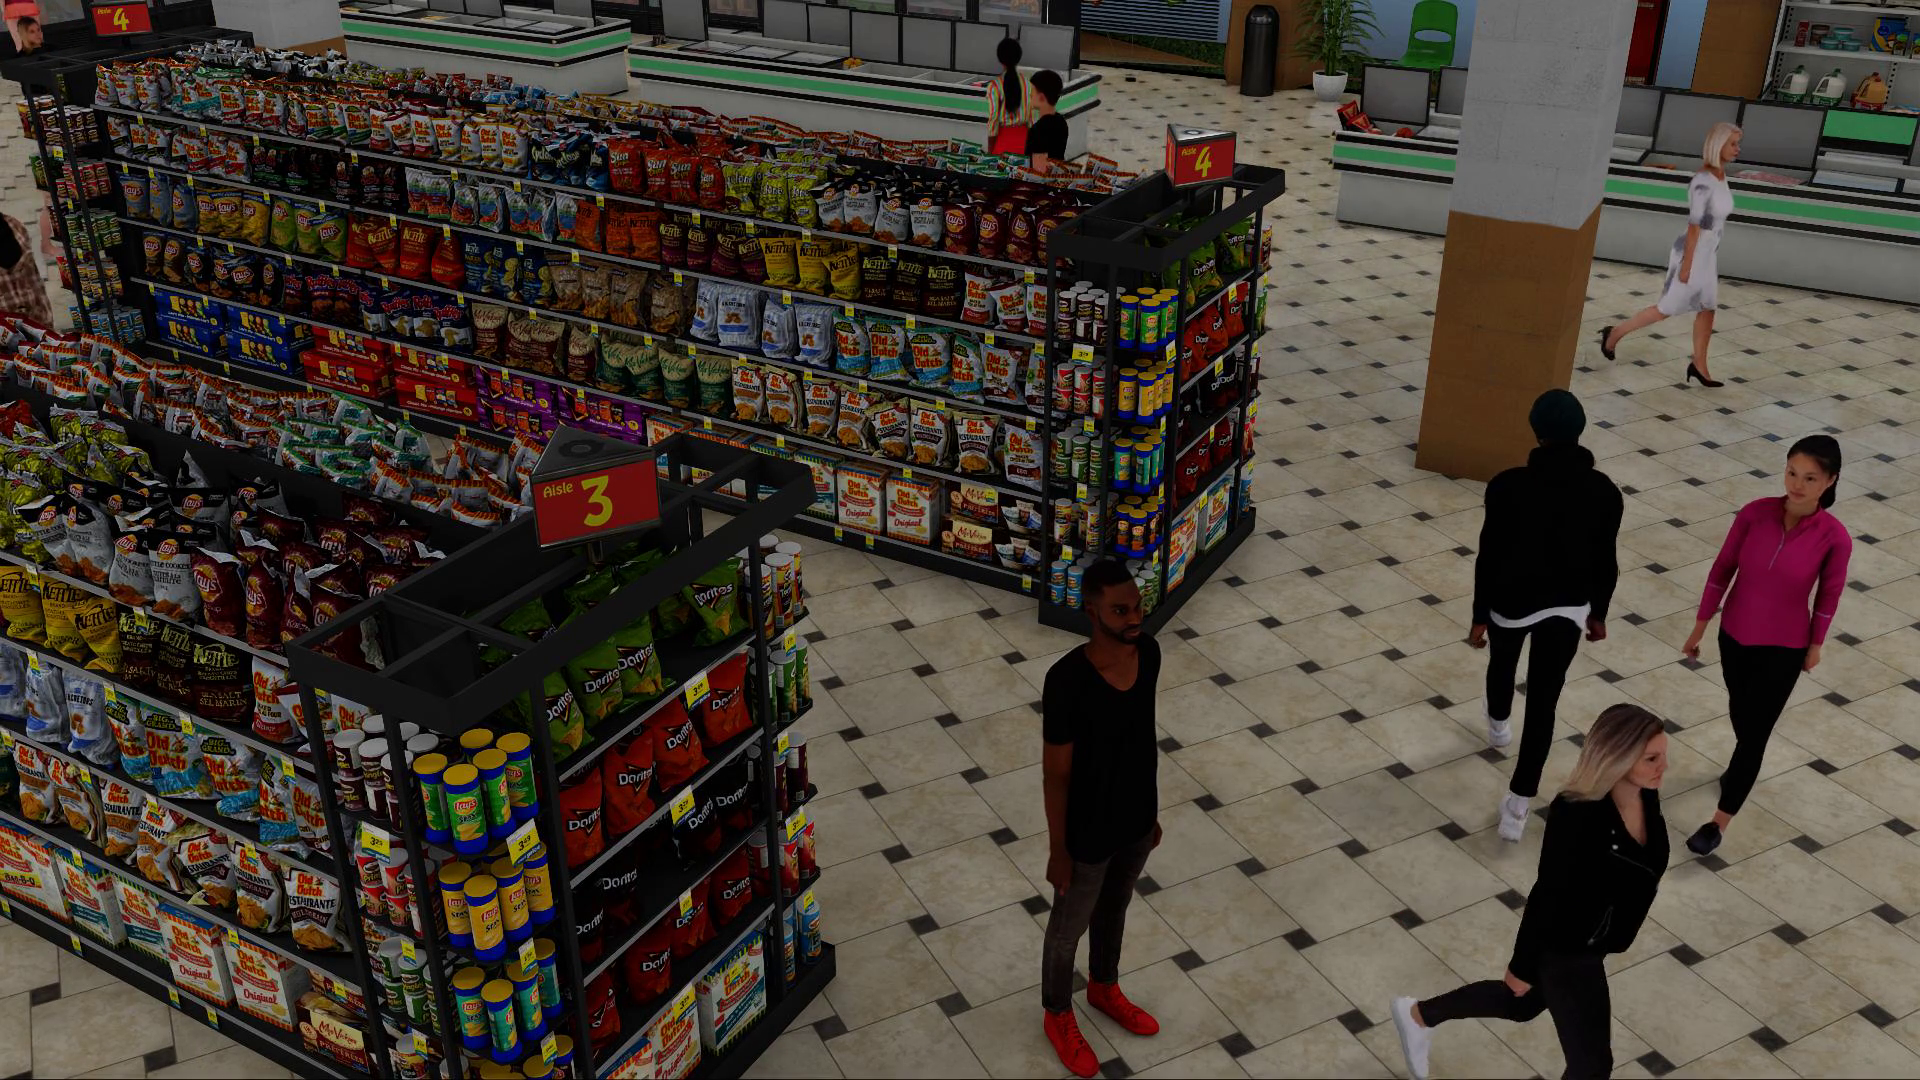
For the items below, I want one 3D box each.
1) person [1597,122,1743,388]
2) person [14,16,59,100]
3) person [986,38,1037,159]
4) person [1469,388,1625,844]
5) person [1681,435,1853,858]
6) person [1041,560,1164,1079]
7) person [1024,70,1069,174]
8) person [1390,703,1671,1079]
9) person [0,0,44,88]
[{"bbox_3d":[4.665,-1.838,10.783,1.092,1.723,0.660,20,33,34],"label":"person"},{"bbox_3d":[-8.050,-3.762,14.646,0.622,1.659,0.621,12,29,22],"label":"person"},{"bbox_3d":[0.401,-3.005,13.009,0.686,1.792,0.728,-10,29,-19],"label":"person"},{"bbox_3d":[2.241,0.339,6.450,1.257,1.759,0.989,7,28,14],"label":"person"},{"bbox_3d":[3.169,0.359,6.521,0.857,1.658,1.101,-24,35,-39],"label":"person"},{"bbox_3d":[0.450,0.876,5.341,0.697,1.804,0.644,-22,34,-36],"label":"person"},{"bbox_3d":[0.649,-2.319,11.597,1.074,1.844,0.780,10,28,18],"label":"person"},{"bbox_3d":[1.717,1.172,4.933,0.857,1.646,1.212,-22,34,-37],"label":"person"},{"bbox_3d":[-10.868,-6.125,19.206,0.620,1.750,0.610,-24,36,-39],"label":"person"}]
